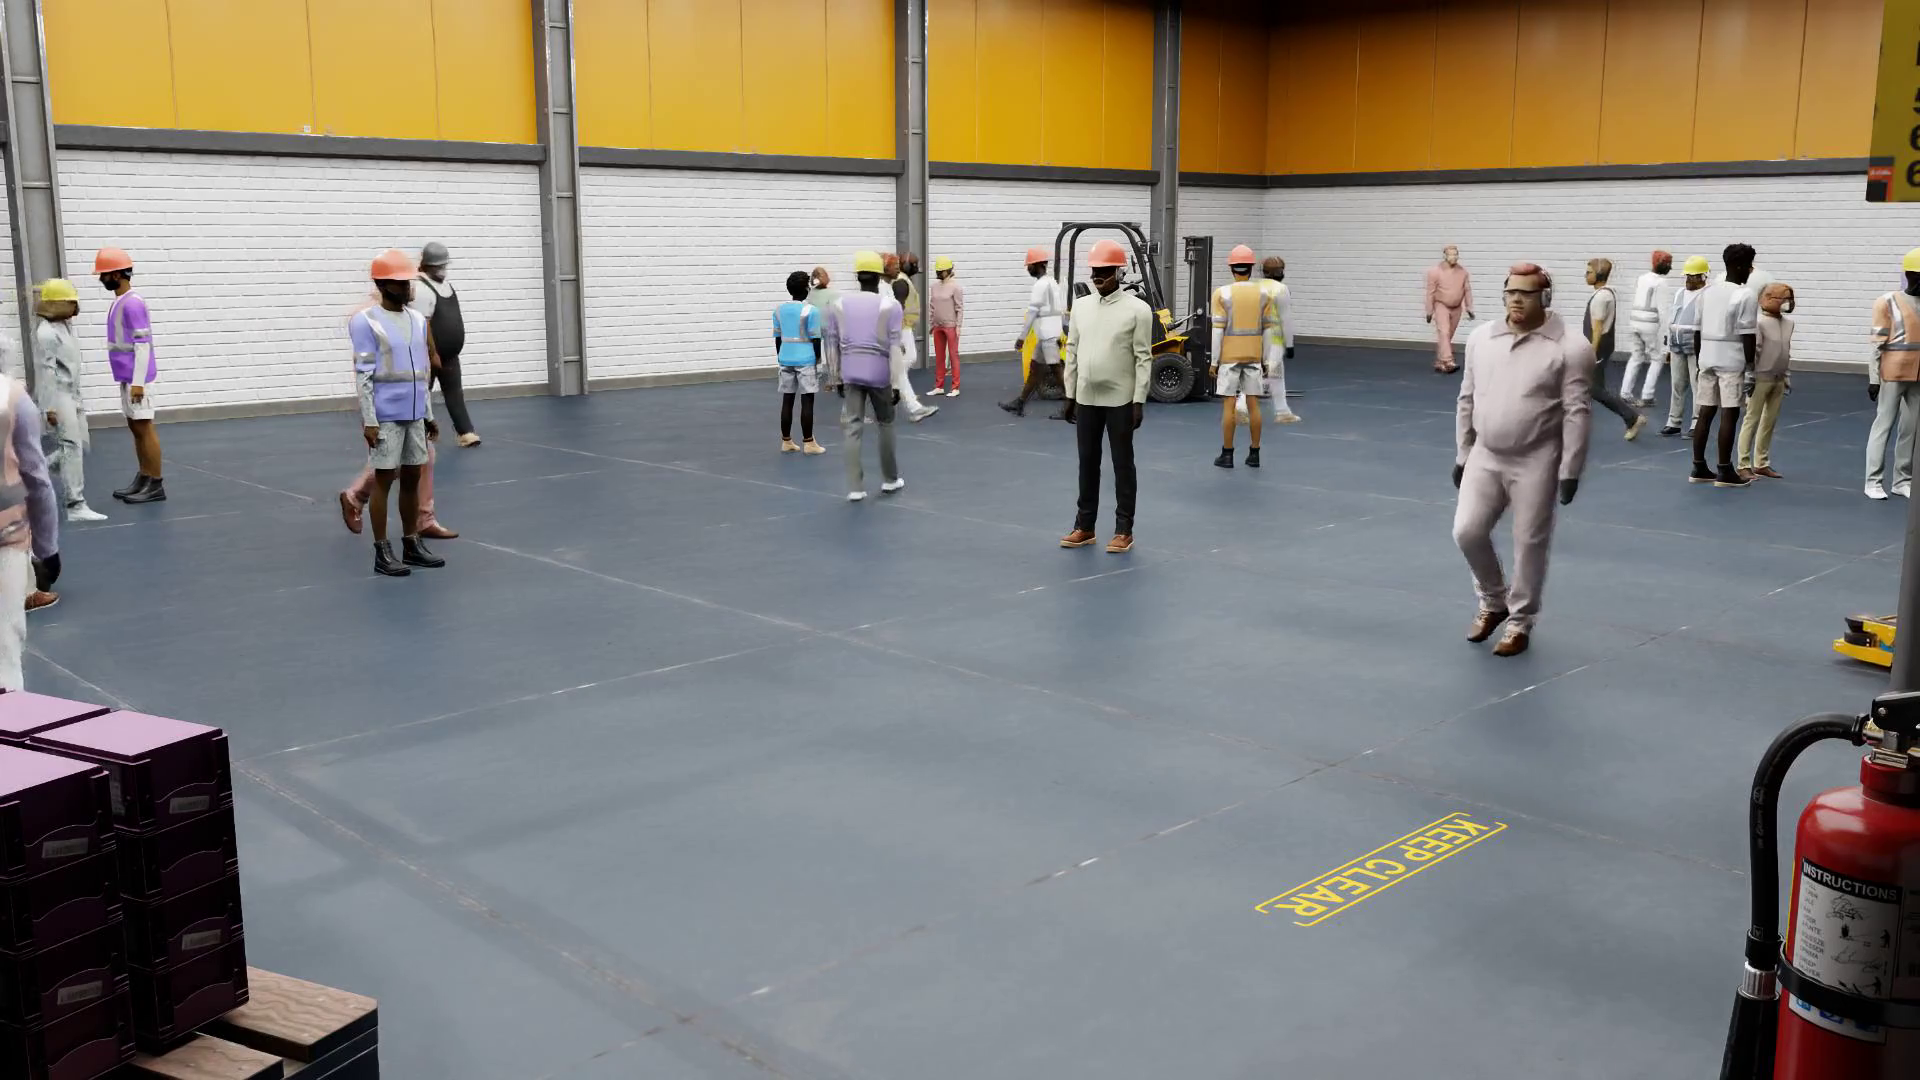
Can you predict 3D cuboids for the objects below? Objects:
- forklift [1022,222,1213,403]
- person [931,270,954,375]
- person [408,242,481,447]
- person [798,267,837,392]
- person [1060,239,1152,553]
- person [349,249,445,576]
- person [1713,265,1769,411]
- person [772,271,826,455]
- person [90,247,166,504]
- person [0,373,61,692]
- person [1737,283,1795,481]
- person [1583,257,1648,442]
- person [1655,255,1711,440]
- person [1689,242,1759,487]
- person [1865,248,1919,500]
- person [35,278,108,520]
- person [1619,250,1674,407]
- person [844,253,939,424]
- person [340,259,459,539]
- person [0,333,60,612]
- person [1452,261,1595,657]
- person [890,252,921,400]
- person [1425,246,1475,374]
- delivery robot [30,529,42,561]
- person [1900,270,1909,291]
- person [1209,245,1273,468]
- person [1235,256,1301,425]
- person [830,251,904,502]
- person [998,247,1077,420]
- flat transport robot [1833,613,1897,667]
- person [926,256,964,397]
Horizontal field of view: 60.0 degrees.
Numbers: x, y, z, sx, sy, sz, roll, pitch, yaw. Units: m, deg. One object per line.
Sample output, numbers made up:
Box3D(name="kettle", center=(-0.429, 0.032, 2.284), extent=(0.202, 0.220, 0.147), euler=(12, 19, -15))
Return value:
Box3D(name="forklift", center=(1.935, -2.847, 20.651), extent=(2.313, 2.155, 1.214), euler=(2, 11, 13))
Box3D(name="person", center=(-0.208, -3.217, 24.197), extent=(0.281, 1.633, 0.501), euler=(-7, 12, -33))
Box3D(name="person", center=(-5.030, -1.885, 15.824), extent=(0.858, 2.000, 0.710), euler=(3, 11, 17))
Box3D(name="person", center=(-1.832, -2.686, 21.353), extent=(0.530, 1.597, 0.752), euler=(6, 12, 29))
Box3D(name="person", center=(0.933, -0.919, 10.680), extent=(0.610, 1.995, 0.375), euler=(7, 12, 33))
Box3D(name="person", center=(-3.360, -0.763, 9.985), extent=(0.360, 1.939, 0.543), euler=(5, 12, 27))
Box3D(name="person", center=(9.093, -2.471, 19.434), extent=(0.762, 1.870, 0.969), euler=(0, 10, 2))
Box3D(name="person", center=(-1.481, -1.628, 15.358), extent=(0.541, 1.696, 0.315), euler=(7, 12, 33))
Box3D(name="person", center=(-6.297, -1.238, 12.601), extent=(0.385, 1.929, 0.547), euler=(-8, 13, -36))
Box3D(name="person", center=(-3.570, 0.056, 5.917), extent=(0.652, 1.786, 0.959), euler=(-4, 11, -23))
Box3D(name="person", center=(6.714, -1.312, 13.811), extent=(0.507, 1.631, 0.268), euler=(-5, 12, -26))
Box3D(name="person", center=(6.240, -1.824, 16.107), extent=(0.799, 1.822, 0.517), euler=(4, 11, 20))
Box3D(name="person", center=(7.263, -1.910, 16.550), extent=(0.403, 1.826, 0.586), euler=(-5, 12, -26))
Box3D(name="person", center=(6.208, -1.417, 13.477), extent=(0.366, 1.962, 0.614), euler=(-4, 11, -19))
Box3D(name="person", center=(7.256, -1.262, 12.735), extent=(0.594, 1.925, 0.378), euler=(-1, 10, -7))
Box3D(name="person", center=(-6.422, -0.984, 11.779), extent=(0.555, 1.729, 0.483), euler=(-2, 11, -10))
Box3D(name="person", center=(8.114, -2.476, 19.566), extent=(0.436, 1.858, 0.581), euler=(-2, 11, -9))
Box3D(name="person", center=(-0.787, -2.139, 17.785), extent=(1.042, 1.824, 0.577), euler=(2, 11, 9))
Box3D(name="person", center=(-3.743, -0.921, 10.985), extent=(0.664, 1.885, 0.656), euler=(3, 11, 14))
Box3D(name="person", center=(-5.161, -0.477, 8.739), extent=(0.504, 1.829, 0.638), euler=(-1, 10, -7))
Box3D(name="person", center=(2.673, -0.381, 8.009), extent=(0.669, 1.894, 0.432), euler=(9, 14, 40))
Box3D(name="person", center=(-0.694, -2.596, 20.298), extent=(0.433, 1.820, 0.655), euler=(0, 10, -1))
Box3D(name="person", center=(7.187, -3.343, 24.269), extent=(0.646, 1.863, 0.965), euler=(-3, 11, -17))
Box3D(name="delivery robot", center=(-5.435, 0.030, 9.179), extent=(0.707, 0.478, 0.477), euler=(-4, 11, -23))
Box3D(name="person", center=(13.291, -3.134, 23.001), extent=(0.642, 1.909, 0.408), euler=(2, 11, 10))
Box3D(name="person", center=(2.438, -1.594, 14.521), extent=(0.551, 1.933, 0.364), euler=(-2, 11, -10))
Box3D(name="person", center=(3.287, -2.128, 17.824), extent=(0.945, 1.810, 0.628), euler=(-4, 11, -21))
Box3D(name="person", center=(-0.689, -1.267, 12.868), extent=(0.597, 1.892, 0.852), euler=(2, 11, 13))
Box3D(name="person", center=(0.856, -2.259, 18.292), extent=(0.988, 1.876, 0.569), euler=(3, 11, 15))
Box3D(name="flat transport robot", center=(4.792, 0.533, 7.464), extent=(0.652, 0.197, 1.431), euler=(-5, 12, -27))
Box3D(name="person", center=(-0.194, -2.673, 20.896), extent=(0.523, 1.759, 0.335), euler=(9, 14, 40))
